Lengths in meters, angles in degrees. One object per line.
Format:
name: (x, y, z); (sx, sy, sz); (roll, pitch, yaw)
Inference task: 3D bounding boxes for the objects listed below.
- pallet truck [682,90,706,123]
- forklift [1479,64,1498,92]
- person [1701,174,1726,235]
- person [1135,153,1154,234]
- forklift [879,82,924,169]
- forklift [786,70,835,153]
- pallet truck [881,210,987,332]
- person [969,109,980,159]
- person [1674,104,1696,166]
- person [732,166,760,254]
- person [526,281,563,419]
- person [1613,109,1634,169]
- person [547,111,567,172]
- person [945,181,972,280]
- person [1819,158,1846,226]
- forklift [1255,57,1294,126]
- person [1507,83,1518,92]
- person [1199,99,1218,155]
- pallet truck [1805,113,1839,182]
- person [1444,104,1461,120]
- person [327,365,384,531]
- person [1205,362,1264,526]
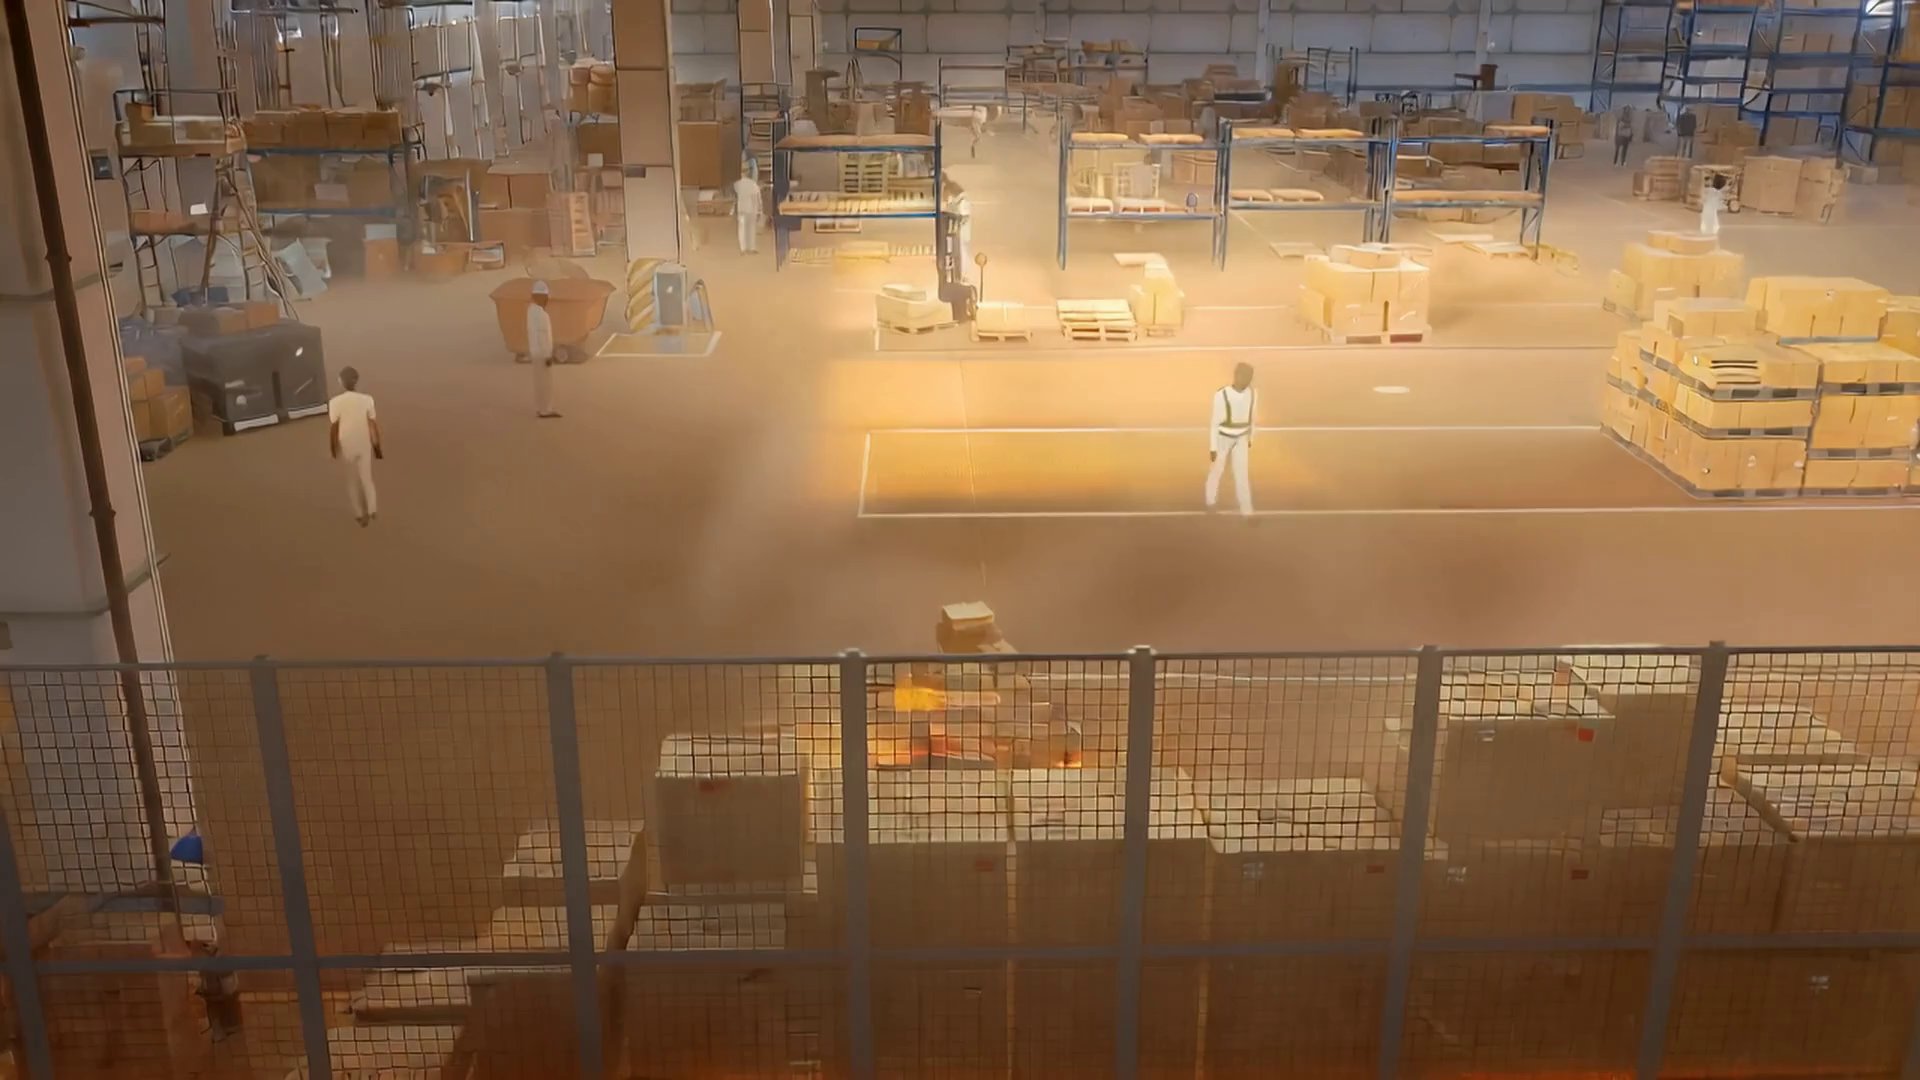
pallet truck: (-9.671, -15.907, 62.421); (0.823, 1.965, 1.885); (5, 19, 15)
forklift: (20.136, -16.775, 63.636); (1.873, 2.768, 1.129); (0, 19, -1)
person: (16.141, -6.886, 35.726); (0.371, 1.960, 0.608); (-2, 19, -7)
person: (4.505, -8.379, 40.208); (0.522, 1.915, 0.725); (9, 20, 24)
forklift: (-1.621, -13.024, 52.507); (1.129, 2.768, 1.873); (14, 23, 35)
forklift: (-5.176, -15.196, 58.951); (1.873, 2.768, 1.129); (-7, 20, -20)
pallet truck: (-0.493, -4.759, 29.349); (1.885, 1.965, 0.823); (-13, 23, -34)
person: (0.509, -13.895, 56.961); (0.357, 1.675, 0.611); (-4, 19, -11)
person: (23.914, -13.357, 54.859); (0.610, 1.996, 0.378); (1, 19, 3)
person: (-4.758, -7.360, 37.157); (0.630, 1.940, 0.372); (4, 19, 12)
person: (-5.823, -2.647, 23.201); (0.375, 1.921, 0.586); (-9, 21, -25)
person: (21.562, -13.050, 54.084); (0.592, 1.910, 0.380); (2, 19, 5)
person: (-12.873, -12.748, 53.188); (0.608, 1.905, 0.453); (-1, 19, -2)
person: (-0.121, -6.338, 33.968); (0.704, 2.000, 0.691); (-10, 21, -28)
person: (21.805, -8.683, 41.483); (0.536, 1.686, 0.333); (-8, 20, -23)
forklift: (13.400, -18.646, 69.186); (1.129, 2.768, 1.873); (-16, 25, -40)
person: (22.628, -17.810, 68.244); (0.542, 1.896, 0.988); (8, 20, 23)
person: (8.752, -14.563, 58.601); (0.655, 1.883, 1.004); (3, 19, 10)
pallet truck: (26.403, -11.957, 50.702); (0.823, 1.965, 1.885); (6, 19, 16)
person: (16.975, -14.182, 57.638); (0.630, 1.781, 0.970); (-7, 20, -21)
person: (-6.706, -1.000, 18.460); (0.570, 1.837, 0.757); (-7, 20, -19)
person: (3.081, -1.083, 18.699); (0.643, 1.825, 0.966); (-8, 20, -23)
